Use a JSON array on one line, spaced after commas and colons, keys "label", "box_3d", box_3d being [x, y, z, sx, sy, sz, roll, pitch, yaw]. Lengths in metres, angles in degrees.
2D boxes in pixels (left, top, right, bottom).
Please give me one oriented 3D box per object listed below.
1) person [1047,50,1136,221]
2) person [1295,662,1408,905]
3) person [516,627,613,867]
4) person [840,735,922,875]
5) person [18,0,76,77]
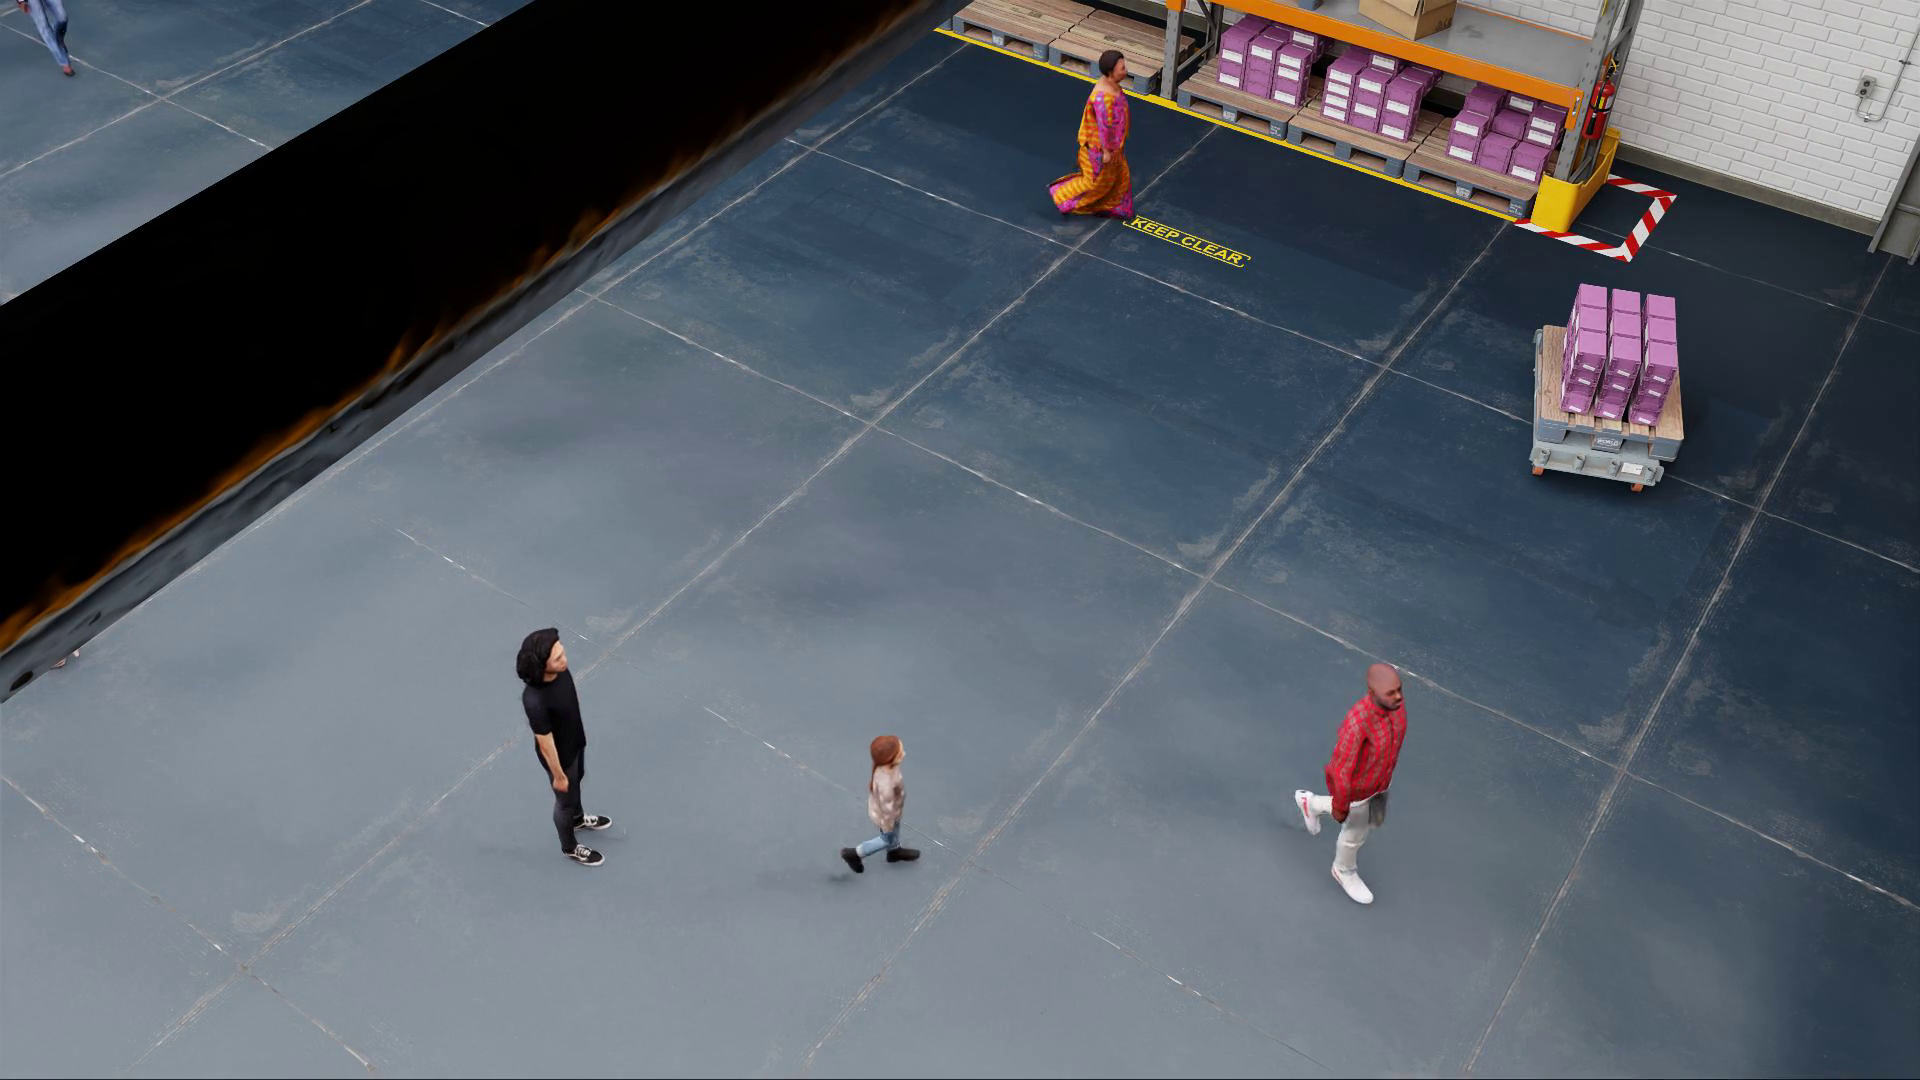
[{"label": "person", "box_3d": [1.209, -3.526, 14.628, 1.115, 1.651, 0.837, 12, 45, 12]}, {"label": "person", "box_3d": [2.221, 1.308, 9.440, 0.817, 1.808, 1.017, -30, 51, -28]}, {"label": "person", "box_3d": [-2.300, 1.162, 9.574, 0.708, 1.835, 0.708, 2, 44, 2]}, {"label": "person", "box_3d": [-0.475, 1.542, 9.646, 0.784, 1.186, 0.705, -4, 44, -4]}, {"label": "person", "box_3d": [-9.295, -5.535, 16.642, 0.710, 1.782, 0.770, -34, 53, -30]}]
